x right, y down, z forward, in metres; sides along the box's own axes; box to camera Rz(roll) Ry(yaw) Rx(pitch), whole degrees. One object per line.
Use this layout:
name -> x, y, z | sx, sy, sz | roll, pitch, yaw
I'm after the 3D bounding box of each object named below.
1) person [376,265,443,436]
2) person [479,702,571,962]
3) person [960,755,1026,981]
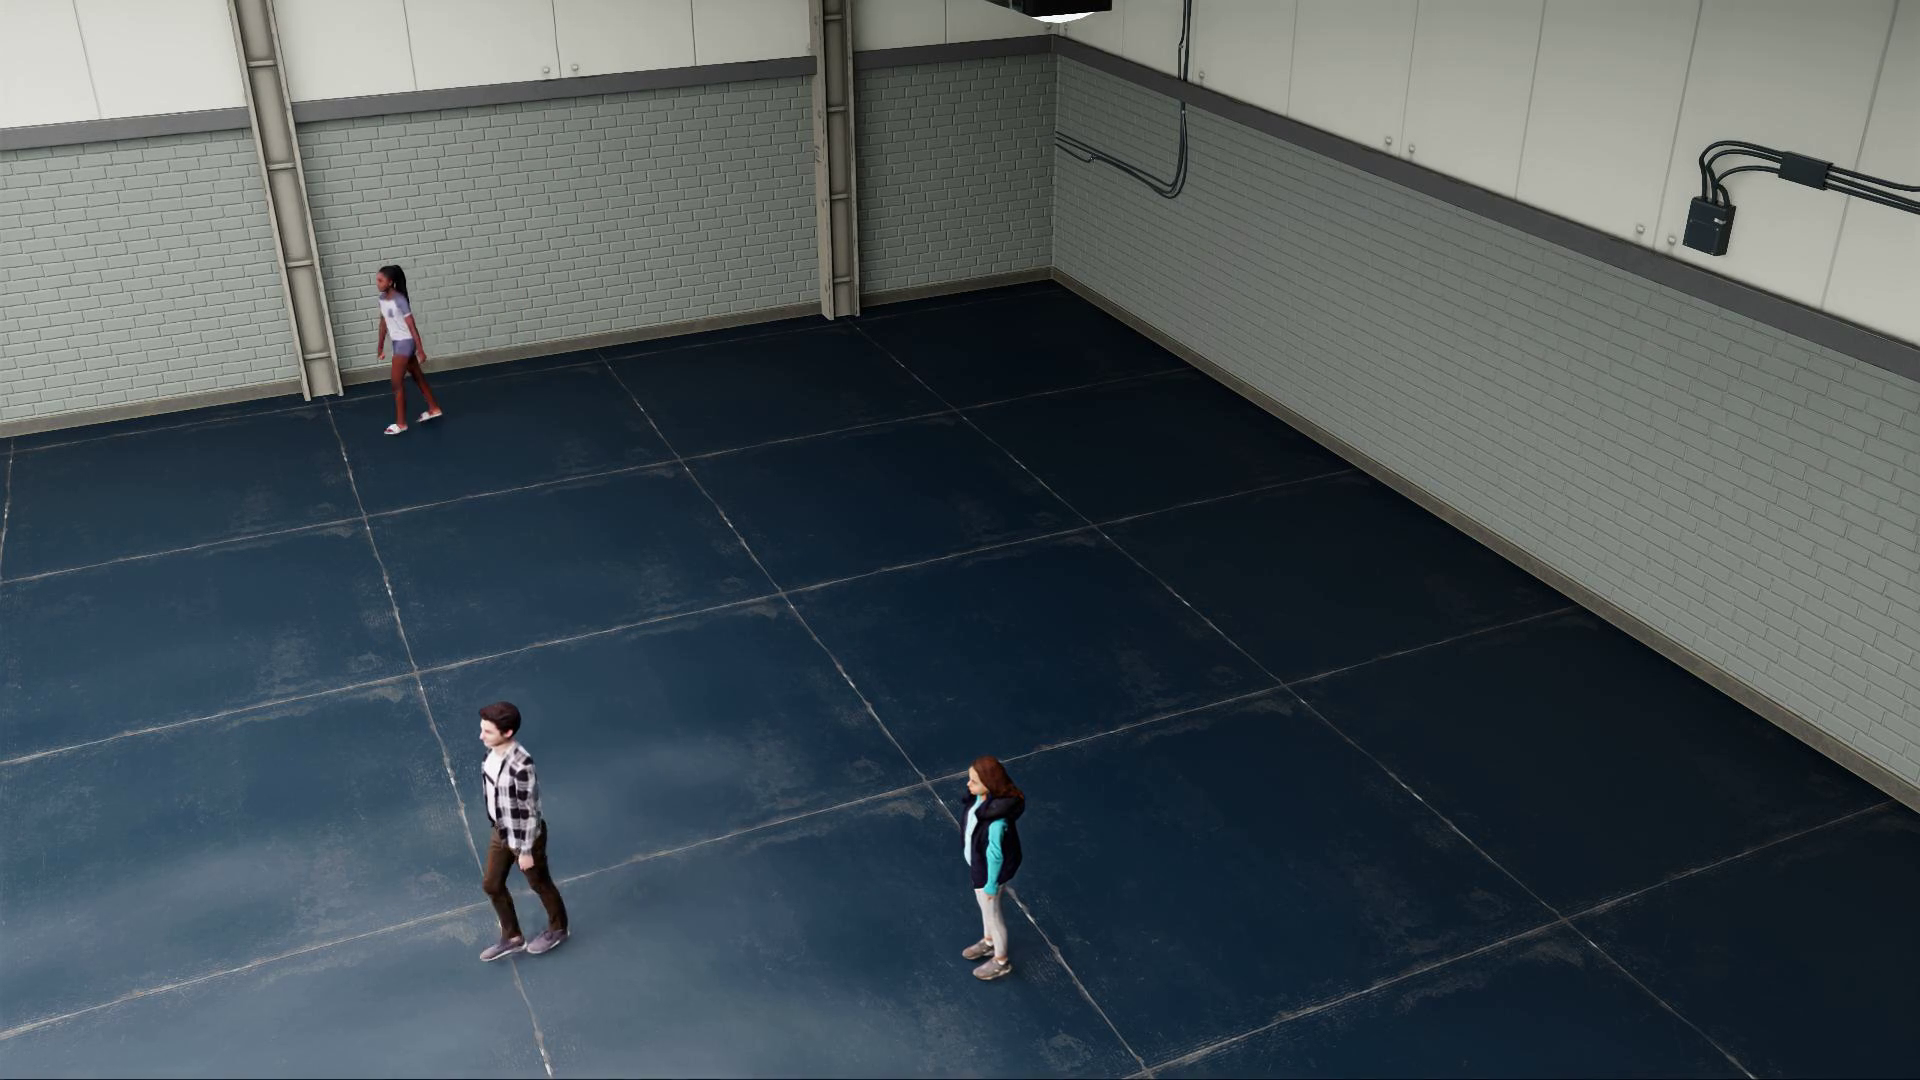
person -> -5.553, -1.965, 16.859 | 0.861, 1.699, 1.048 | 24, 35, 38
person -> -2.498, 1.667, 9.708 | 0.861, 1.789, 0.759 | -22, 34, -35
person -> 0.173, 1.869, 9.631 | 0.622, 1.500, 0.602 | -7, 28, -13
